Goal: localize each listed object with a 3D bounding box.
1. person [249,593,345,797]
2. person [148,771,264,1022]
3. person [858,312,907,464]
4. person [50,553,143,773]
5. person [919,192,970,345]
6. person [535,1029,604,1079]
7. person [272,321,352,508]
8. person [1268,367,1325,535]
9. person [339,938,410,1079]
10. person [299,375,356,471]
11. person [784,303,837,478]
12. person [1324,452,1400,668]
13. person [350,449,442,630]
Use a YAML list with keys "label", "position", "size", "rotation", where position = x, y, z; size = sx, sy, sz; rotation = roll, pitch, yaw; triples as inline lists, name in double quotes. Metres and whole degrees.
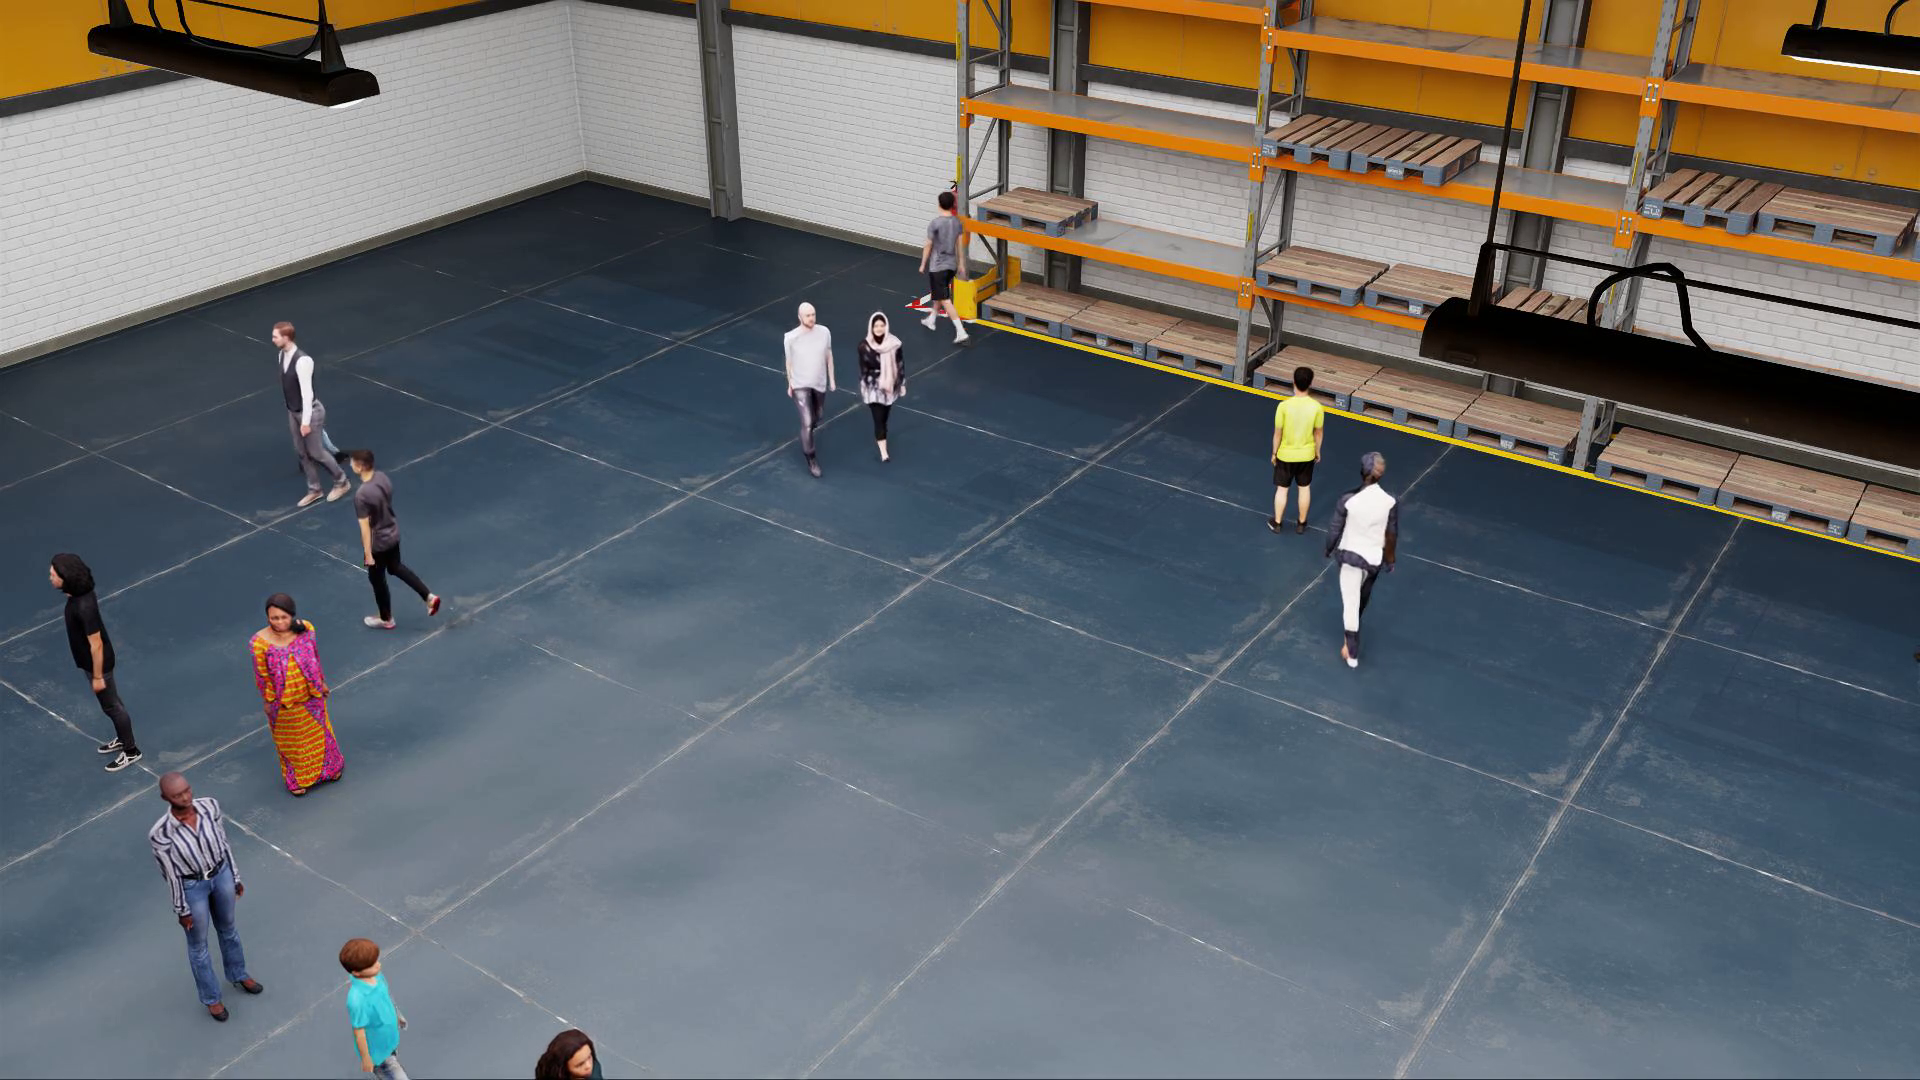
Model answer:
- label: "person"
  position: [-4.982, 1.119, 12.485]
  size: [0.708, 1.681, 0.722]
  rotation: [-23, 36, -36]
- label: "person"
  position: [-4.739, 2.190, 10.403]
  size: [0.541, 1.796, 0.632]
  rotation: [15, 32, 26]
- label: "person"
  position: [-0.840, -1.670, 17.692]
  size: [1.064, 1.592, 1.157]
  rotation: [-7, 29, -12]
- label: "person"
  position: [-6.611, 0.898, 12.729]
  size: [0.764, 1.836, 0.607]
  rotation: [-17, 33, -28]
- label: "person"
  position: [-0.147, -3.314, 20.443]
  size: [0.890, 1.845, 1.278]
  rotation: [-23, 36, -35]
- label: "person"
  position: [-1.976, 3.204, 8.730]
  size: [0.625, 1.617, 0.627]
  rotation: [14, 32, 24]
- label: "person"
  position: [-6.506, -1.304, 16.677]
  size: [0.736, 1.922, 0.781]
  rotation: [20, 35, 33]
- label: "person"
  position: [3.254, -0.861, 16.089]
  size: [0.640, 1.708, 0.759]
  rotation: [2, 29, 3]
- label: "person"
  position: [-3.405, 2.859, 9.546]
  size: [0.665, 1.441, 0.614]
  rotation: [-3, 29, -5]
- label: "person"
  position: [-6.872, -1.267, 17.400]
  size: [0.743, 1.164, 0.800]
  rotation: [-16, 33, -27]
- label: "person"
  position: [-1.601, -1.652, 17.442]
  size: [1.080, 1.799, 1.281]
  rotation: [-12, 31, -21]
- label: "person"
  position: [3.382, 0.208, 13.975]
  size: [1.182, 1.853, 1.148]
  rotation: [1, 29, 2]
- label: "person"
  position: [-4.947, 0.011, 14.446]
  size: [1.047, 1.749, 0.861]
  rotation: [6, 29, 11]
